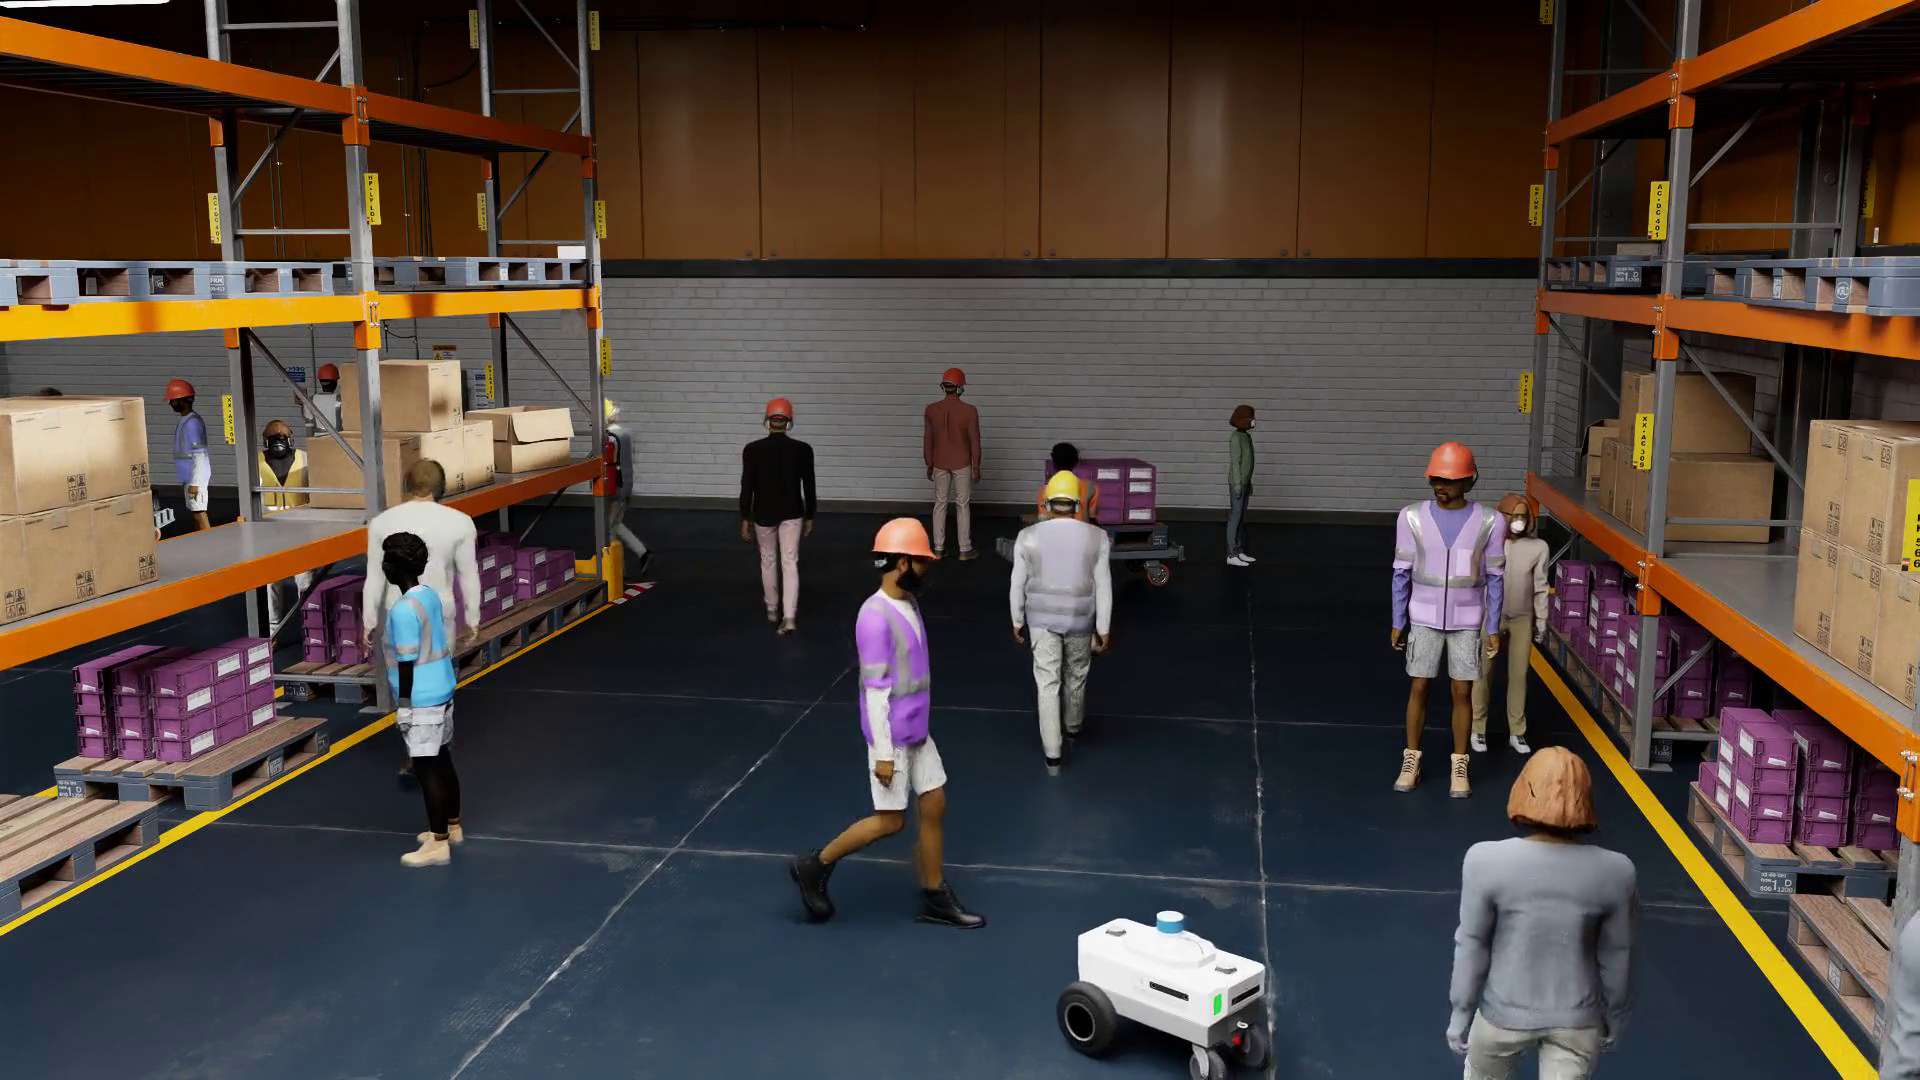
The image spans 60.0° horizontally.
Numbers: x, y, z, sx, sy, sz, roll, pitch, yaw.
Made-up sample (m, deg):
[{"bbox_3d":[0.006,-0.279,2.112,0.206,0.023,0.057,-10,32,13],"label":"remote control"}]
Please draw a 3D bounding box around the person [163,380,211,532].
[{"bbox_3d":[-7.588,-0.615,16.383,0.374,1.929,0.542,-6,11,-31],"label":"person"}]

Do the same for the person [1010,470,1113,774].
[{"bbox_3d":[0.616,0.461,10.165,0.621,1.785,0.898,1,9,3],"label":"person"}]

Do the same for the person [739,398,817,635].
[{"bbox_3d":[-1.509,-0.200,13.851,0.648,1.931,1.090,-1,9,-8],"label":"person"}]

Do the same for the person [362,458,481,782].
[{"bbox_3d":[-3.204,0.467,9.867,0.674,1.894,0.943,0,9,0],"label":"person"}]

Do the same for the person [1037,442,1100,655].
[{"bbox_3d":[0.853,0.058,13.043,0.532,1.663,0.826,-2,9,-12],"label":"person"}]

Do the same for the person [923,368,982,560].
[{"bbox_3d":[-0.069,-0.784,17.224,0.622,1.994,0.381,3,10,20],"label":"person"}]

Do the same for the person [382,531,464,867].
[{"bbox_3d":[-2.730,0.797,8.428,0.325,1.689,0.538,0,9,-2],"label":"person"}]

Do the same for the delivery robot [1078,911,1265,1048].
[{"bbox_3d":[0.796,1.655,6.312,0.707,0.478,0.477,9,13,43],"label":"delivery robot"}]

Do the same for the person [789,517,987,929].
[{"bbox_3d":[-0.324,0.844,7.503,0.835,1.902,0.561,3,10,16],"label":"person"}]

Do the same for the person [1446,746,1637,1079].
[{"bbox_3d":[1.709,1.395,4.941,0.524,1.614,0.493,1,9,7],"label":"person"}]

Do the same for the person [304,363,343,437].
[{"bbox_3d":[-7.152,-1.038,18.961,0.542,1.939,0.365,0,9,1],"label":"person"}]

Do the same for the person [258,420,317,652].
[{"bbox_3d":[-5.304,-0.030,13.077,0.626,1.837,0.429,-4,10,-23],"label":"person"}]

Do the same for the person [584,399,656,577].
[{"bbox_3d":[-3.261,-0.457,15.782,0.547,1.803,0.602,2,10,15],"label":"person"}]

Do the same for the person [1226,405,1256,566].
[{"bbox_3d":[2.873,-0.561,16.955,0.286,1.636,0.500,4,10,23],"label":"person"}]

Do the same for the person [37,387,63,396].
[{"bbox_3d":[-8.546,-0.457,15.441,0.665,1.914,0.655,6,11,34],"label":"person"}]

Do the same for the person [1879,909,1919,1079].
[{"bbox_3d":[2.370,1.465,3.554,0.661,1.923,0.672,2,9,12],"label":"person"}]

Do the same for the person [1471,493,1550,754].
[{"bbox_3d":[3.392,0.517,10.332,0.502,1.630,0.283,0,9,3],"label":"person"}]

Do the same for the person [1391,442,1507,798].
[{"bbox_3d":[2.758,0.456,9.437,0.613,2.039,0.388,3,10,19],"label":"person"}]
